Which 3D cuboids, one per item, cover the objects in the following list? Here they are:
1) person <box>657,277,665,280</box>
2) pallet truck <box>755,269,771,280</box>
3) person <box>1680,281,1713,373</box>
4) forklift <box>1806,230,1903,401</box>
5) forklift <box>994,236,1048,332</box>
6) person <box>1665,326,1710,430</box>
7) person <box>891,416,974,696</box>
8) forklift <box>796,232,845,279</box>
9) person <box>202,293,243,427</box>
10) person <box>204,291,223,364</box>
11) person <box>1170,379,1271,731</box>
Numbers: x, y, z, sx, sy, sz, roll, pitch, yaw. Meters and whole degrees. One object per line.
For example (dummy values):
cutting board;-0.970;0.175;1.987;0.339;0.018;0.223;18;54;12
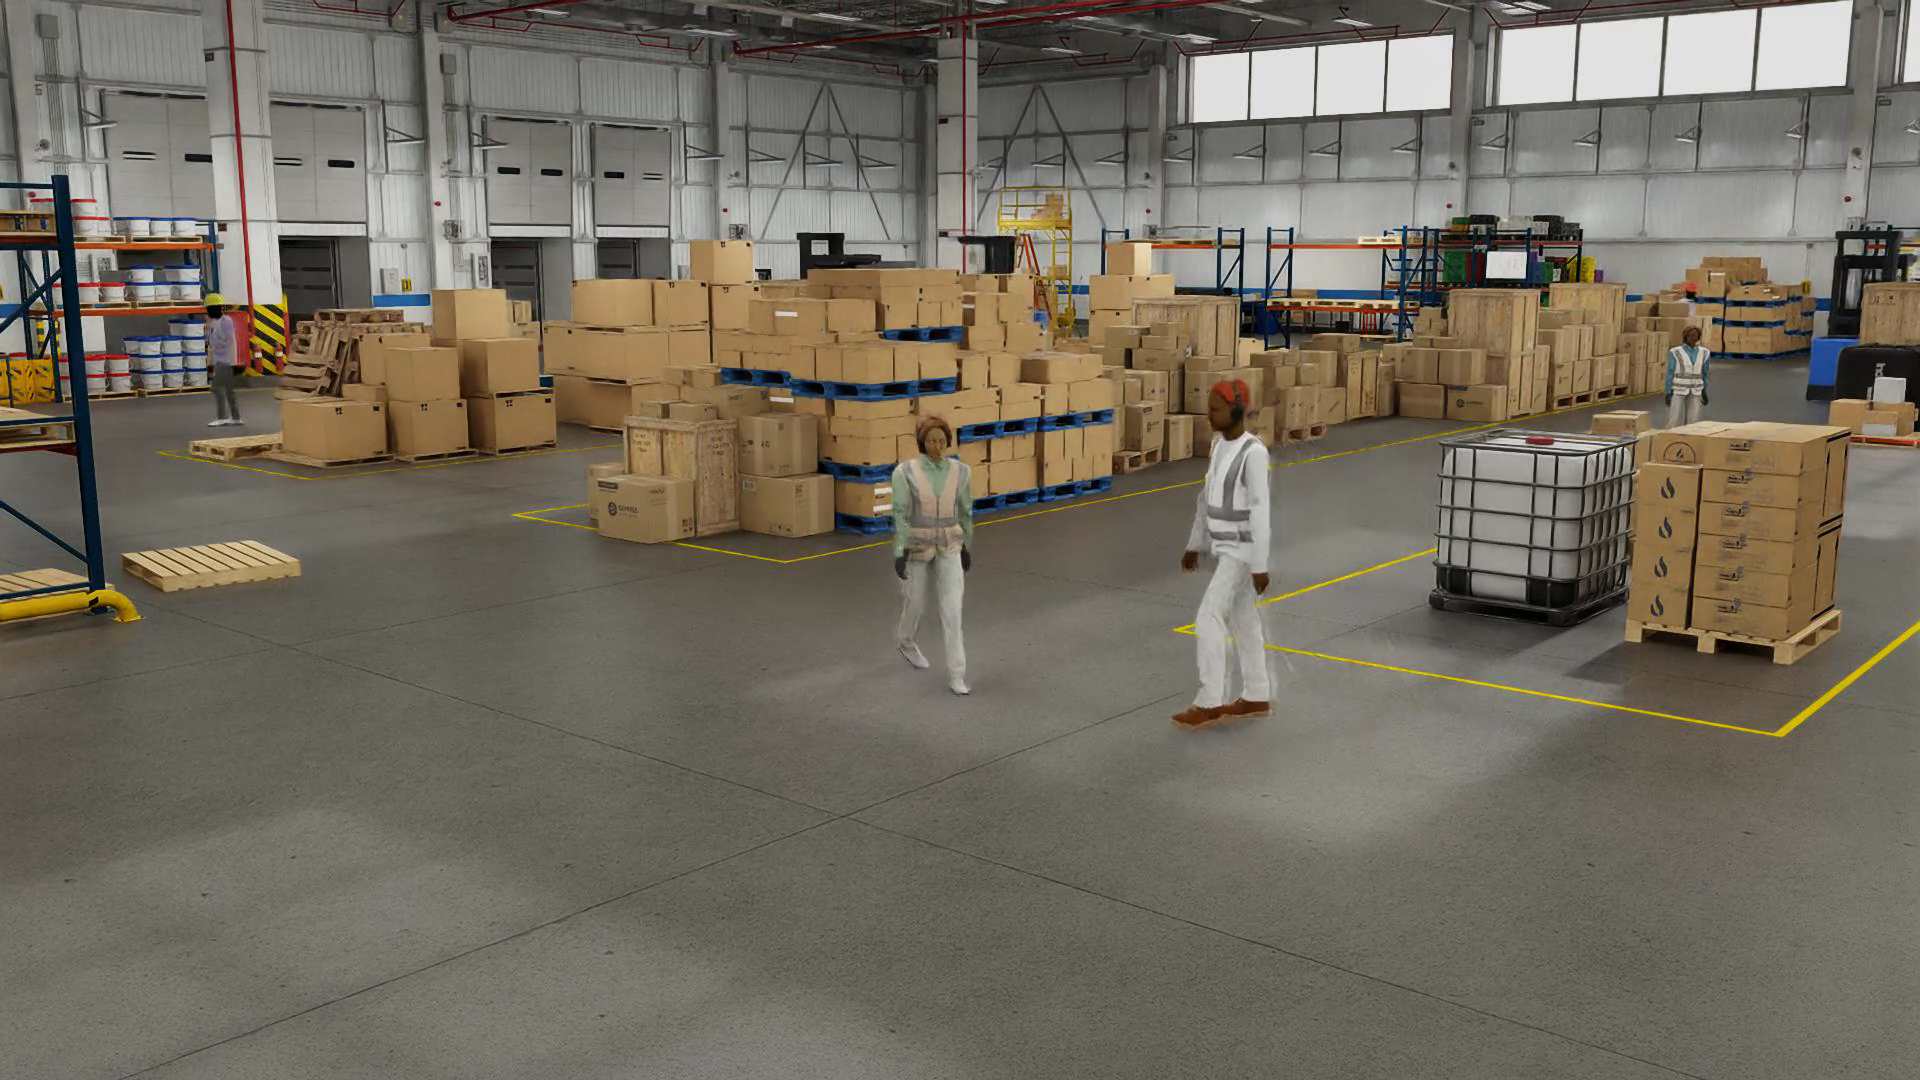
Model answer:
person;-6.446;-4.714;35.963;0.634;1.929;0.387;-4;11;-23
pallet truck;-4.996;-6.432;45.525;1.885;1.965;0.823;-6;12;-32
person;14.375;-4.127;32.700;0.546;1.884;0.978;-8;13;-39
forklift;14.850;-3.690;27.402;1.129;2.768;1.873;8;13;40
forklift;1.064;-5.678;38.722;1.873;2.768;1.129;2;10;14
person;8.649;-1.734;19.813;0.522;1.630;0.320;0;10;0
person;-0.183;0.056;9.735;0.530;1.596;0.810;-3;10;-14
forklift;-2.552;-4.254;30.612;1.873;2.768;1.129;8;13;40
person;-10.602;-2.554;23.706;0.704;1.899;0.629;-10;14;-44
person;-15.761;-4.396;34.865;0.640;1.662;0.403;-7;12;-35
person;1.368;0.077;8.869;0.765;1.858;0.600;-1;10;-7
